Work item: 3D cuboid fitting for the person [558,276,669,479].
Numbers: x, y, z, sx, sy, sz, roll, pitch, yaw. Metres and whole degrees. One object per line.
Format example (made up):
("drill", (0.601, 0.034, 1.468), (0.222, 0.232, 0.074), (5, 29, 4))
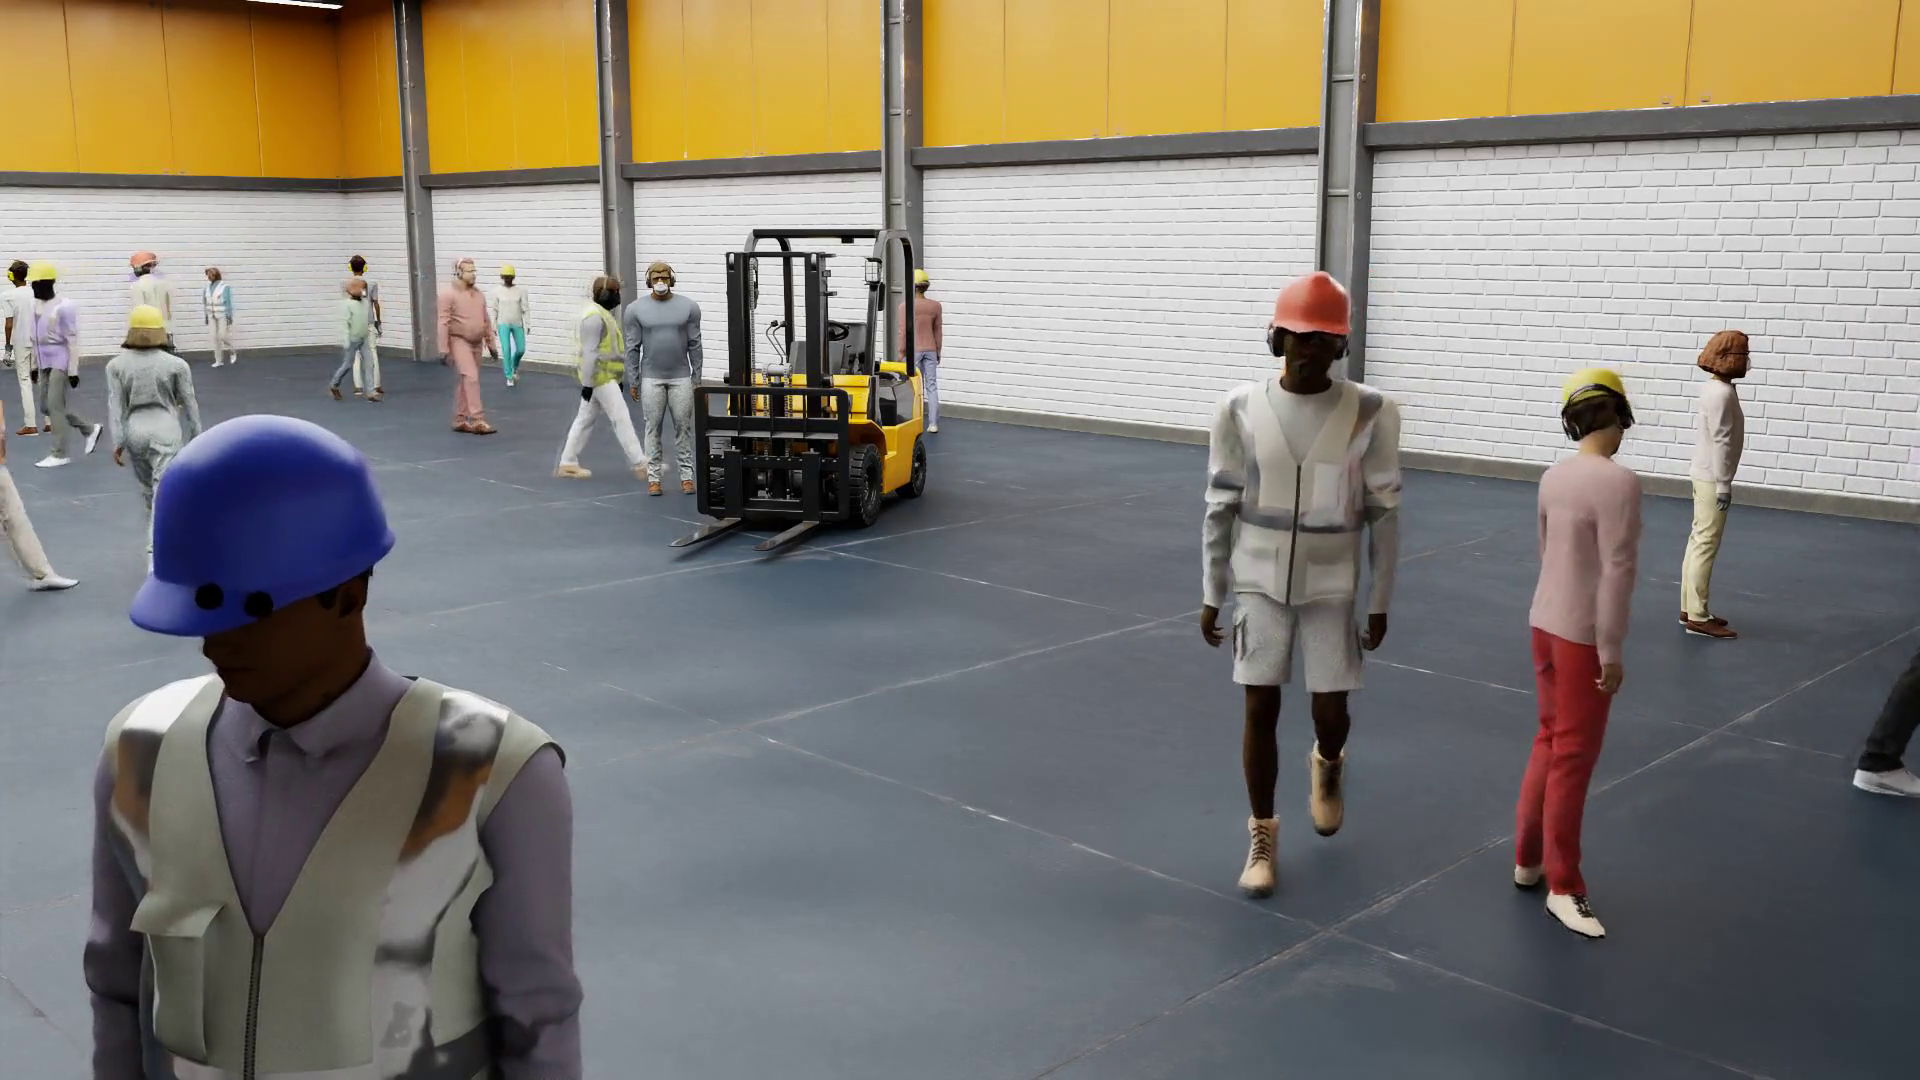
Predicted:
("person", (-3.103, -1.414, 14.576), (0.986, 1.782, 0.636), (-1, 10, -8))

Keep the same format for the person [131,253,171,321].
("person", (-13.310, -3.799, 27.395), (0.568, 1.842, 0.376), (-1, 10, -5))

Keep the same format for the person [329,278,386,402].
("person", (-7.807, -2.571, 21.376), (0.797, 1.599, 0.522), (4, 11, 22))

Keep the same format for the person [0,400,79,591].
("person", (-5.793, -0.445, 9.799), (0.876, 1.592, 0.536), (-1, 10, -7))

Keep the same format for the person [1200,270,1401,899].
("person", (1.109, 0.134, 5.469), (0.629, 2.027, 0.602), (3, 11, 15))

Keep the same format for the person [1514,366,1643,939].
("person", (1.982, 0.333, 5.209), (0.333, 1.720, 0.674), (-1, 10, -5))

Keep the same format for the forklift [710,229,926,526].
("forklift", (-1.050, -1.319, 12.920), (1.214, 2.155, 2.313), (2, 11, 13))

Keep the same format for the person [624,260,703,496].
("person", (-2.425, -1.323, 13.679), (0.630, 1.934, 0.363), (-2, 11, -13))

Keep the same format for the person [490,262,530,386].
("person", (-6.402, -3.068, 23.656), (0.540, 1.748, 0.489), (-5, 11, -23))

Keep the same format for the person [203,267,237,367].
("person", (-12.051, -3.619, 27.018), (0.531, 1.621, 0.393), (3, 11, 16))

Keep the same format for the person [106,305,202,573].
("person", (-5.128, -0.646, 10.614), (0.499, 1.692, 0.921), (-2, 11, -10))

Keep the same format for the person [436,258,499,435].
("person", (-5.173, -2.059, 17.793), (0.811, 1.877, 0.680), (4, 11, 23))

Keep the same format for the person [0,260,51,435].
("person", (-9.976, -2.051, 17.793), (0.319, 1.870, 0.521), (7, 12, 33))

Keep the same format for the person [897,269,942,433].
("person", (-0.440, -2.013, 17.874), (0.534, 1.766, 0.319), (-6, 12, -28))

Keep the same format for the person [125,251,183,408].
("person", (-9.983, -2.570, 20.437), (1.041, 1.935, 0.652), (2, 11, 13))

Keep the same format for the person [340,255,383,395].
("person", (-8.058, -2.875, 22.364), (0.558, 1.882, 0.466), (-3, 11, -16))

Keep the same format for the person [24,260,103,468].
("person", (-8.364, -1.645, 15.471), (0.606, 1.909, 0.661), (6, 12, 30))

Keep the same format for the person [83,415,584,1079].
("person", (-0.754, 0.810, 2.009), (0.602, 1.938, 0.401), (1, 10, 6))

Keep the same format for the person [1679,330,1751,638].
("person", (4.058, -0.305, 8.917), (0.285, 1.633, 0.498), (3, 11, 17))

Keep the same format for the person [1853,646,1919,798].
("person", (3.918, 0.083, 6.169), (1.010, 1.865, 0.589), (4, 11, 19))

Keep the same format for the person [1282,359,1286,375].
("person", (3.052, -1.424, 14.877), (0.321, 1.691, 0.531), (4, 11, 20))
